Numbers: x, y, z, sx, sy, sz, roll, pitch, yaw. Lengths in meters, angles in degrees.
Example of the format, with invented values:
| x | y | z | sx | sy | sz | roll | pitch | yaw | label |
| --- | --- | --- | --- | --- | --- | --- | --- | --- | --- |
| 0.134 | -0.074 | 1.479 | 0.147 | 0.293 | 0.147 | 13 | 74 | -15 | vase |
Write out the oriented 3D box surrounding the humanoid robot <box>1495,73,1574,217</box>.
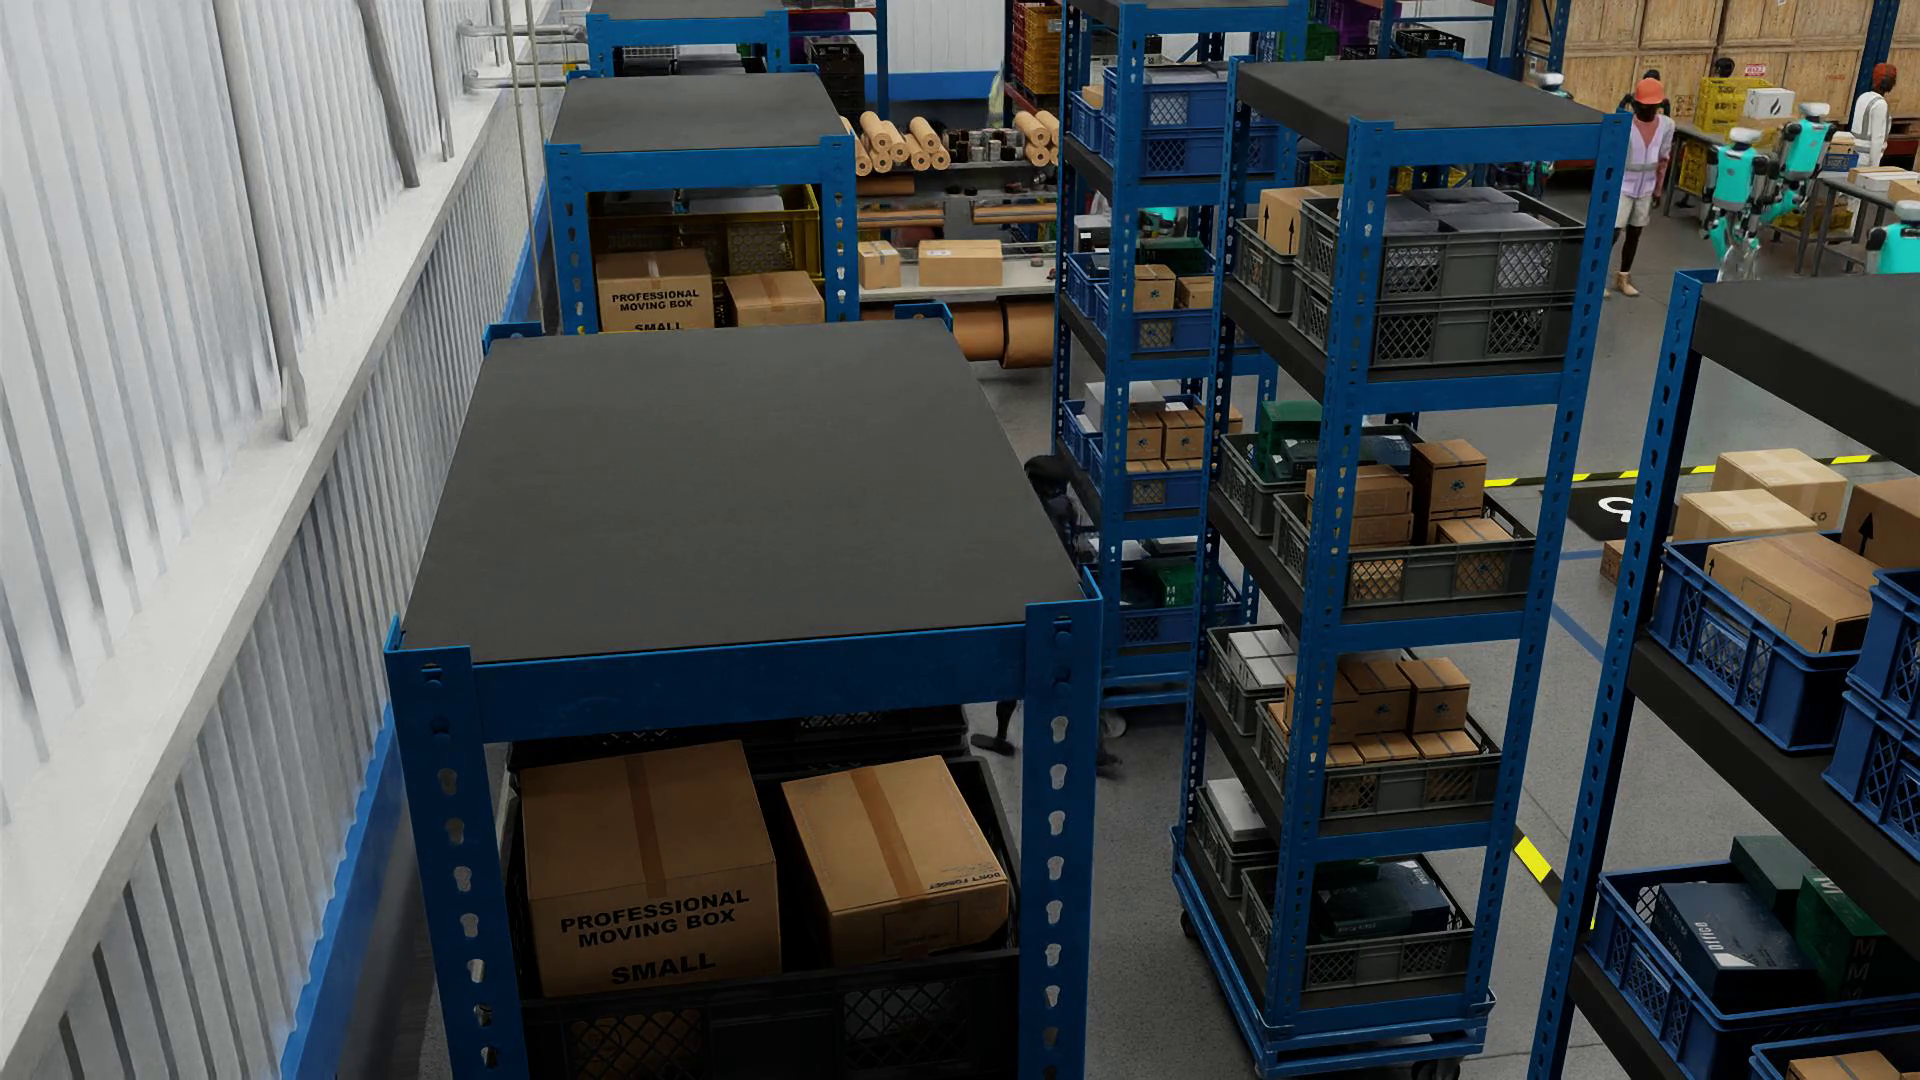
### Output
| x | y | z | sx | sy | sz | roll | pitch | yaw | label |
| --- | --- | --- | --- | --- | --- | --- | --- | --- | --- |
| 5.827 | -3.930 | 17.091 | 0.547 | 1.733 | 1.030 | -7 | 26 | -15 | humanoid robot |

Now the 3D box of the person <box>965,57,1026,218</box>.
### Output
| x | y | z | sx | sy | sz | roll | pitch | yaw | label |
| --- | --- | --- | --- | --- | --- | --- | --- | --- | --- |
| 0.401 | -4.316 | 17.831 | 0.681 | 1.801 | 0.648 | -14 | 28 | -29 | person |

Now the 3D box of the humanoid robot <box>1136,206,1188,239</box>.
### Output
| x | y | z | sx | sy | sz | roll | pitch | yaw | label |
| --- | --- | --- | --- | --- | --- | --- | --- | --- | --- |
| 1.447 | -2.287 | 13.510 | 0.858 | 1.755 | 0.566 | -19 | 31 | -35 | humanoid robot |

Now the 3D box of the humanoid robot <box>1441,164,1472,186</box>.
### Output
| x | y | z | sx | sy | sz | roll | pitch | yaw | label |
| --- | --- | --- | --- | --- | --- | --- | --- | --- | --- |
| 4.976 | -3.889 | 17.149 | 0.602 | 1.637 | 0.808 | -5 | 25 | -10 | humanoid robot |

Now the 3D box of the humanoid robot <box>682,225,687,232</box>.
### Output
| x | y | z | sx | sy | sz | roll | pitch | yaw | label |
| --- | --- | --- | --- | --- | --- | --- | --- | --- | --- |
| -2.653 | -3.598 | 16.505 | 0.614 | 1.649 | 0.742 | -2 | 25 | -3 | humanoid robot |

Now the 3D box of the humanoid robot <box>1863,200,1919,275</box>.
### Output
| x | y | z | sx | sy | sz | roll | pitch | yaw | label |
| --- | --- | --- | --- | --- | --- | --- | --- | --- | --- |
| 6.649 | -1.477 | 11.748 | 0.536 | 1.728 | 0.981 | 1 | 25 | 1 | humanoid robot |

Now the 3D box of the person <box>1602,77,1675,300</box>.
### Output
| x | y | z | sx | sy | sz | roll | pitch | yaw | label |
| --- | --- | --- | --- | --- | --- | --- | --- | --- | --- |
| 6.117 | -3.173 | 15.108 | 0.607 | 2.028 | 0.452 | -2 | 25 | -5 | person |

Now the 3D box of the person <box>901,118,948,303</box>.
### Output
| x | y | z | sx | sy | sz | roll | pitch | yaw | label |
| --- | --- | --- | --- | --- | --- | --- | --- | --- | --- |
| -0.247 | -2.484 | 13.697 | 0.558 | 1.947 | 0.624 | -5 | 25 | -10 | person |

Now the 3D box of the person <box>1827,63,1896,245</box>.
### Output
| x | y | z | sx | sy | sz | roll | pitch | yaw | label |
| --- | --- | --- | --- | --- | --- | --- | --- | --- | --- |
| 9.042 | -3.795 | 16.617 | 0.356 | 1.882 | 0.574 | 2 | 25 | 5 | person |

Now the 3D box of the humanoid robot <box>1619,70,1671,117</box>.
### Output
| x | y | z | sx | sy | sz | roll | pitch | yaw | label |
| --- | --- | --- | --- | --- | --- | --- | --- | --- | --- |
| 7.228 | -4.200 | 17.799 | 0.596 | 1.627 | 0.772 | 13 | 28 | 26 | humanoid robot |

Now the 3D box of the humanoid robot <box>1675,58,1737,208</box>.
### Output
| x | y | z | sx | sy | sz | roll | pitch | yaw | label |
| --- | --- | --- | --- | --- | --- | --- | --- | --- | --- |
| 8.381 | -4.533 | 18.520 | 0.785 | 1.622 | 0.589 | -9 | 26 | -19 | humanoid robot |

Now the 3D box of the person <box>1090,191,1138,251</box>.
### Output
| x | y | z | sx | sy | sz | roll | pitch | yaw | label |
| --- | --- | --- | --- | --- | --- | --- | --- | --- | --- |
| 1.269 | -2.492 | 13.841 | 0.404 | 1.834 | 0.590 | 3 | 25 | 7 | person |

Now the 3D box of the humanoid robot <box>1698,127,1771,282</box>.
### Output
| x | y | z | sx | sy | sz | roll | pitch | yaw | label |
| --- | --- | --- | --- | --- | --- | --- | --- | --- | --- |
| 6.909 | -2.819 | 14.708 | 0.994 | 1.730 | 0.561 | -21 | 32 | -38 | humanoid robot |

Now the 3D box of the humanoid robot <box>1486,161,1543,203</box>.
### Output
| x | y | z | sx | sy | sz | roll | pitch | yaw | label |
| --- | --- | --- | --- | --- | --- | --- | --- | --- | --- |
| 5.384 | -3.470 | 16.236 | 0.610 | 1.646 | 0.778 | -4 | 25 | -9 | humanoid robot |

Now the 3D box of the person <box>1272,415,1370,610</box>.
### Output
| x | y | z | sx | sy | sz | roll | pitch | yaw | label |
| --- | --- | --- | --- | --- | --- | --- | --- | --- | --- |
| 1.780 | 0.188 | 7.995 | 0.596 | 1.852 | 0.376 | 0 | 25 | 0 | person |

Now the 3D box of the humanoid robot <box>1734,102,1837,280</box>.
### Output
| x | y | z | sx | sy | sz | roll | pitch | yaw | label |
| --- | --- | --- | --- | --- | --- | --- | --- | --- | --- |
| 7.682 | -3.295 | 15.786 | 0.561 | 1.806 | 0.893 | -7 | 26 | -15 | humanoid robot |

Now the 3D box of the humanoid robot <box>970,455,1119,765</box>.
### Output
| x | y | z | sx | sy | sz | roll | pitch | yaw | label |
| --- | --- | --- | --- | --- | --- | --- | --- | --- | --- |
| 0.411 | 0.362 | 7.883 | 0.765 | 1.637 | 0.600 | 16 | 29 | 31 | humanoid robot |
